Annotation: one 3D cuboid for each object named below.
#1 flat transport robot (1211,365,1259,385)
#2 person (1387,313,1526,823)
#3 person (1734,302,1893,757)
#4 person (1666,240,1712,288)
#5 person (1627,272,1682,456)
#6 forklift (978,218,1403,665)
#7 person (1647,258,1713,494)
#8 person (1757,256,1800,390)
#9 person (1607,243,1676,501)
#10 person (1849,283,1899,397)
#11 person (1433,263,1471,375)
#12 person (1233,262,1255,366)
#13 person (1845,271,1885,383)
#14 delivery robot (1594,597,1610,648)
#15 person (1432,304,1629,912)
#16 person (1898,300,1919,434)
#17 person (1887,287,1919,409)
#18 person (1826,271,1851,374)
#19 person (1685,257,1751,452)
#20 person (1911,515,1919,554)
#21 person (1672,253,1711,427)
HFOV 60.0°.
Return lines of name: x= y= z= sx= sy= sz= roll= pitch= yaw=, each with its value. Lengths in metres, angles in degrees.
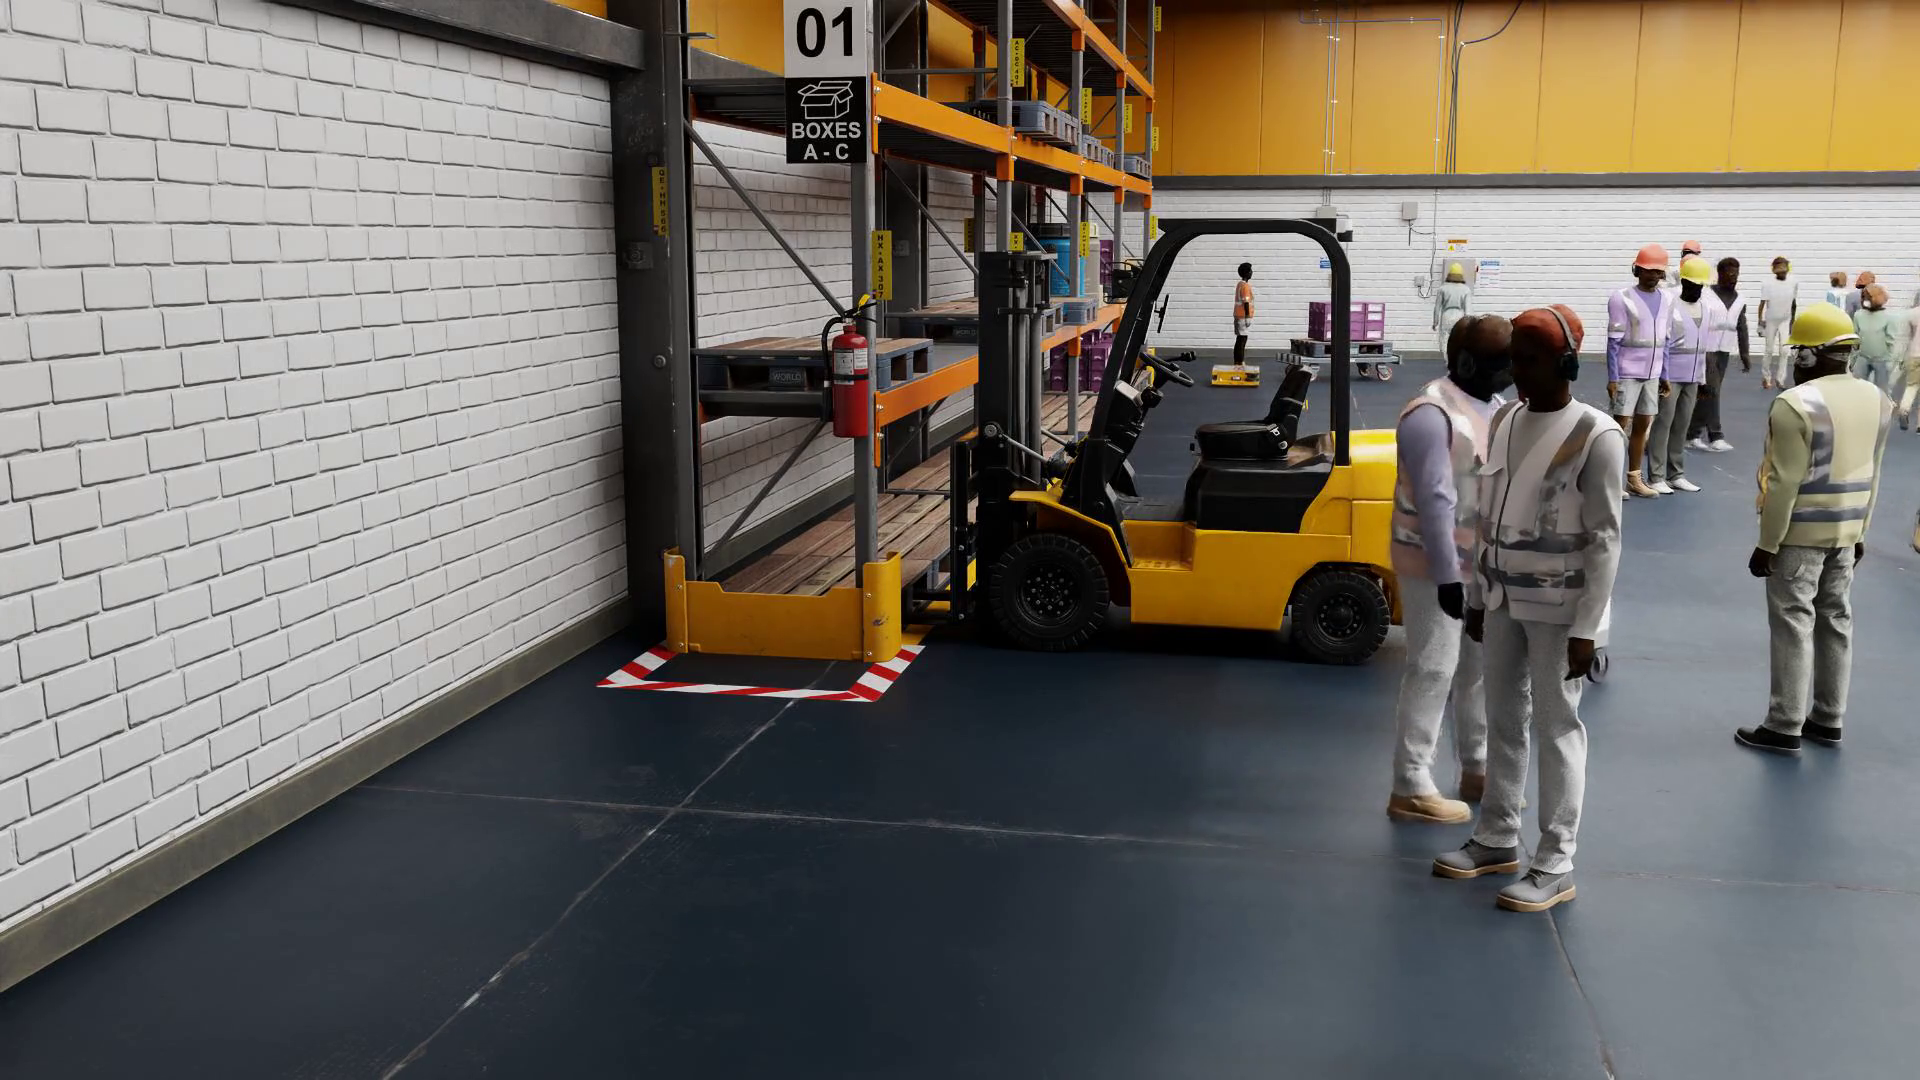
flat transport robot: x=3.925 y=-2.348 z=23.672 sx=0.652 sy=0.197 sz=1.431 roll=2 pitch=11 yaw=10
person: x=1.795 y=0.101 z=5.998 sx=0.640 sy=1.831 sz=0.435 roll=-9 pitch=14 yaw=-41
person: x=3.435 y=-0.038 z=6.731 sx=0.601 sy=1.827 sz=0.404 roll=-5 pitch=11 yaw=-24
person: x=10.774 y=-3.413 z=24.657 sx=0.609 sy=2.040 sz=0.394 roll=4 pitch=11 yaw=20
person: x=6.687 y=-1.771 z=16.087 sx=0.649 sy=1.887 sz=1.013 roll=0 pitch=10 yaw=-1
forklift: x=1.285 y=-0.567 z=8.635 sx=2.313 sy=2.155 sz=1.214 roll=2 pitch=11 yaw=11
person: x=5.912 y=-1.335 z=13.605 sx=0.588 sy=1.916 sz=0.392 roll=-5 pitch=11 yaw=-25
person: x=11.168 y=-2.947 z=22.703 sx=0.539 sy=1.820 sz=0.876 roll=3 pitch=11 yaw=14
person: x=5.424 y=-1.327 z=13.236 sx=0.609 sy=2.035 sz=0.403 roll=-4 pitch=11 yaw=-19
person: x=9.384 y=-1.827 z=17.101 sx=0.374 sy=1.609 sz=0.533 roll=-6 pitch=12 yaw=-28
person: x=7.159 y=-3.158 z=24.151 sx=0.493 sy=1.715 sz=0.765 roll=0 pitch=10 yaw=1
person: x=4.388 y=-3.429 z=25.675 sx=0.315 sy=1.700 sz=0.541 roll=-1 pitch=10 yaw=-3
person: x=12.126 y=-2.787 z=22.360 sx=0.512 sy=1.633 sz=0.271 roll=2 pitch=10 yaw=10
delivery robot: x=2.684 y=0.370 z=7.714 sx=0.707 sy=0.478 sz=0.477 roll=-8 pitch=13 yaw=-33
person: x=1.792 y=0.212 z=5.213 sx=0.356 sy=1.886 sz=0.572 roll=-4 pitch=11 yaw=-22
person: x=10.217 y=-1.914 z=17.615 sx=0.517 sy=1.618 sz=0.431 roll=9 pitch=14 yaw=42
person: x=11.593 y=-2.441 z=19.971 sx=0.534 sy=1.810 sz=1.016 roll=-7 pitch=12 yaw=-33
person: x=12.508 y=-3.045 z=23.845 sx=0.541 sy=1.587 sz=0.849 roll=-5 pitch=12 yaw=-28
person: x=7.424 y=-1.788 z=16.163 sx=0.596 sy=1.881 sz=0.887 roll=-3 pitch=11 yaw=-17
person: x=6.292 y=-0.705 z=10.387 sx=0.534 sy=1.831 sz=0.535 roll=1 pitch=10 yaw=4
person: x=7.909 y=-2.145 z=18.051 sx=0.544 sy=1.912 sz=0.457 roll=1 pitch=10 yaw=3
